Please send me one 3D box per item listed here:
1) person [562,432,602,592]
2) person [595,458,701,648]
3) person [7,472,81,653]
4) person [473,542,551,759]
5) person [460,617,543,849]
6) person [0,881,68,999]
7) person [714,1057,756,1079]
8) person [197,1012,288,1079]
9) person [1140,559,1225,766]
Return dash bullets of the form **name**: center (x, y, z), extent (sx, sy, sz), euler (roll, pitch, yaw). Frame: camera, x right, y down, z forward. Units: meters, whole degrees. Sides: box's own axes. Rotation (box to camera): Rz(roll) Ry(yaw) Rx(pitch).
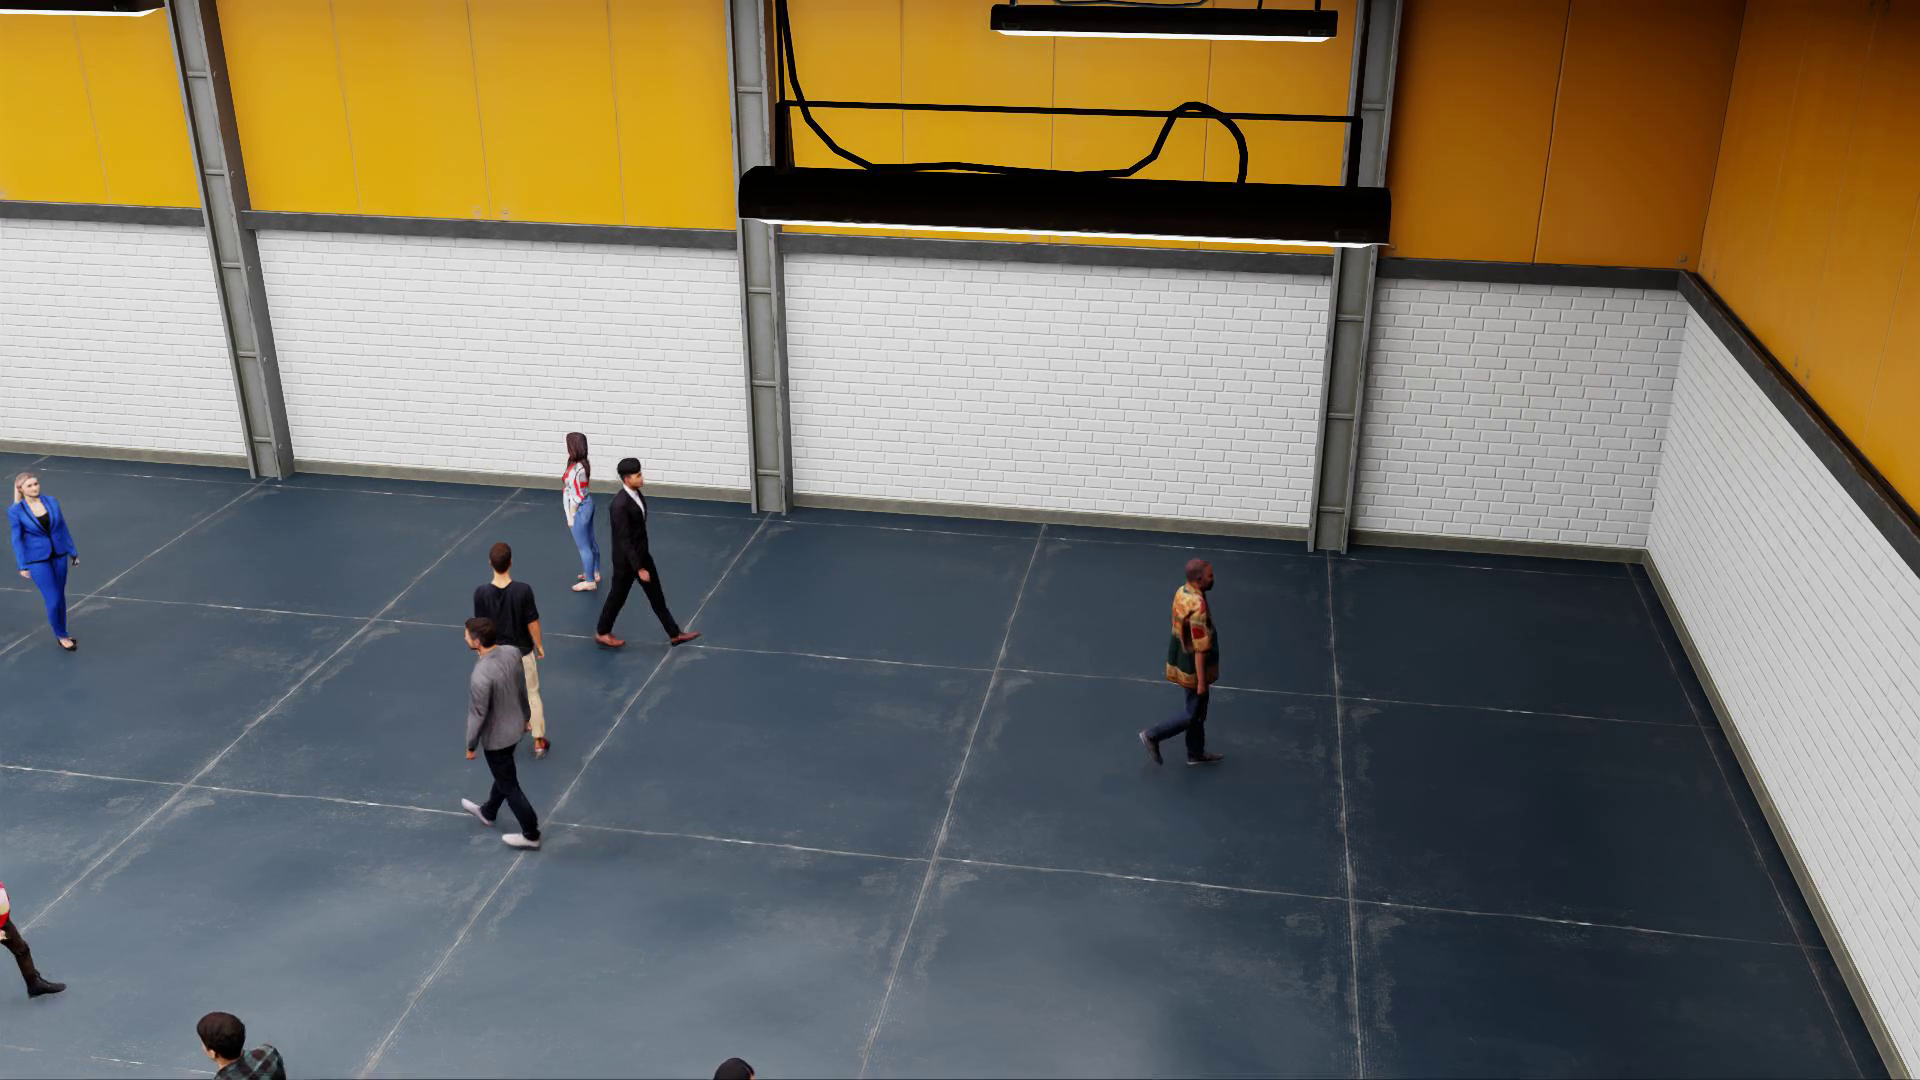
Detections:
- **person**: center (-3.691, -0.295, 16.225), extent (0.546, 1.614, 0.610), euler (1, 24, 3)
- **person**: center (-3.048, 0.172, 14.904), extent (1.235, 1.817, 0.771), euler (6, 24, 14)
- **person**: center (-8.333, 0.171, 15.063), extent (0.780, 1.691, 0.749), euler (13, 27, 27)
- **person**: center (-3.566, 0.897, 13.201), extent (0.605, 1.853, 0.779), euler (-4, 24, -10)
- **person**: center (-3.254, 1.418, 12.023), extent (1.014, 1.841, 0.772), euler (7, 25, 15)
- **person**: center (-6.152, 2.429, 10.436), extent (0.956, 1.261, 0.700), euler (-4, 24, -10)
- **person**: center (-1.066, 3.215, 7.998), extent (0.795, 1.772, 0.768), euler (19, 30, 36)
- **person**: center (-3.449, 3.058, 8.317), extent (0.885, 1.705, 0.814), euler (11, 26, 24)
- **person**: center (1.755, 0.994, 13.052), extent (0.995, 1.795, 0.802), euler (-1, 24, -2)
